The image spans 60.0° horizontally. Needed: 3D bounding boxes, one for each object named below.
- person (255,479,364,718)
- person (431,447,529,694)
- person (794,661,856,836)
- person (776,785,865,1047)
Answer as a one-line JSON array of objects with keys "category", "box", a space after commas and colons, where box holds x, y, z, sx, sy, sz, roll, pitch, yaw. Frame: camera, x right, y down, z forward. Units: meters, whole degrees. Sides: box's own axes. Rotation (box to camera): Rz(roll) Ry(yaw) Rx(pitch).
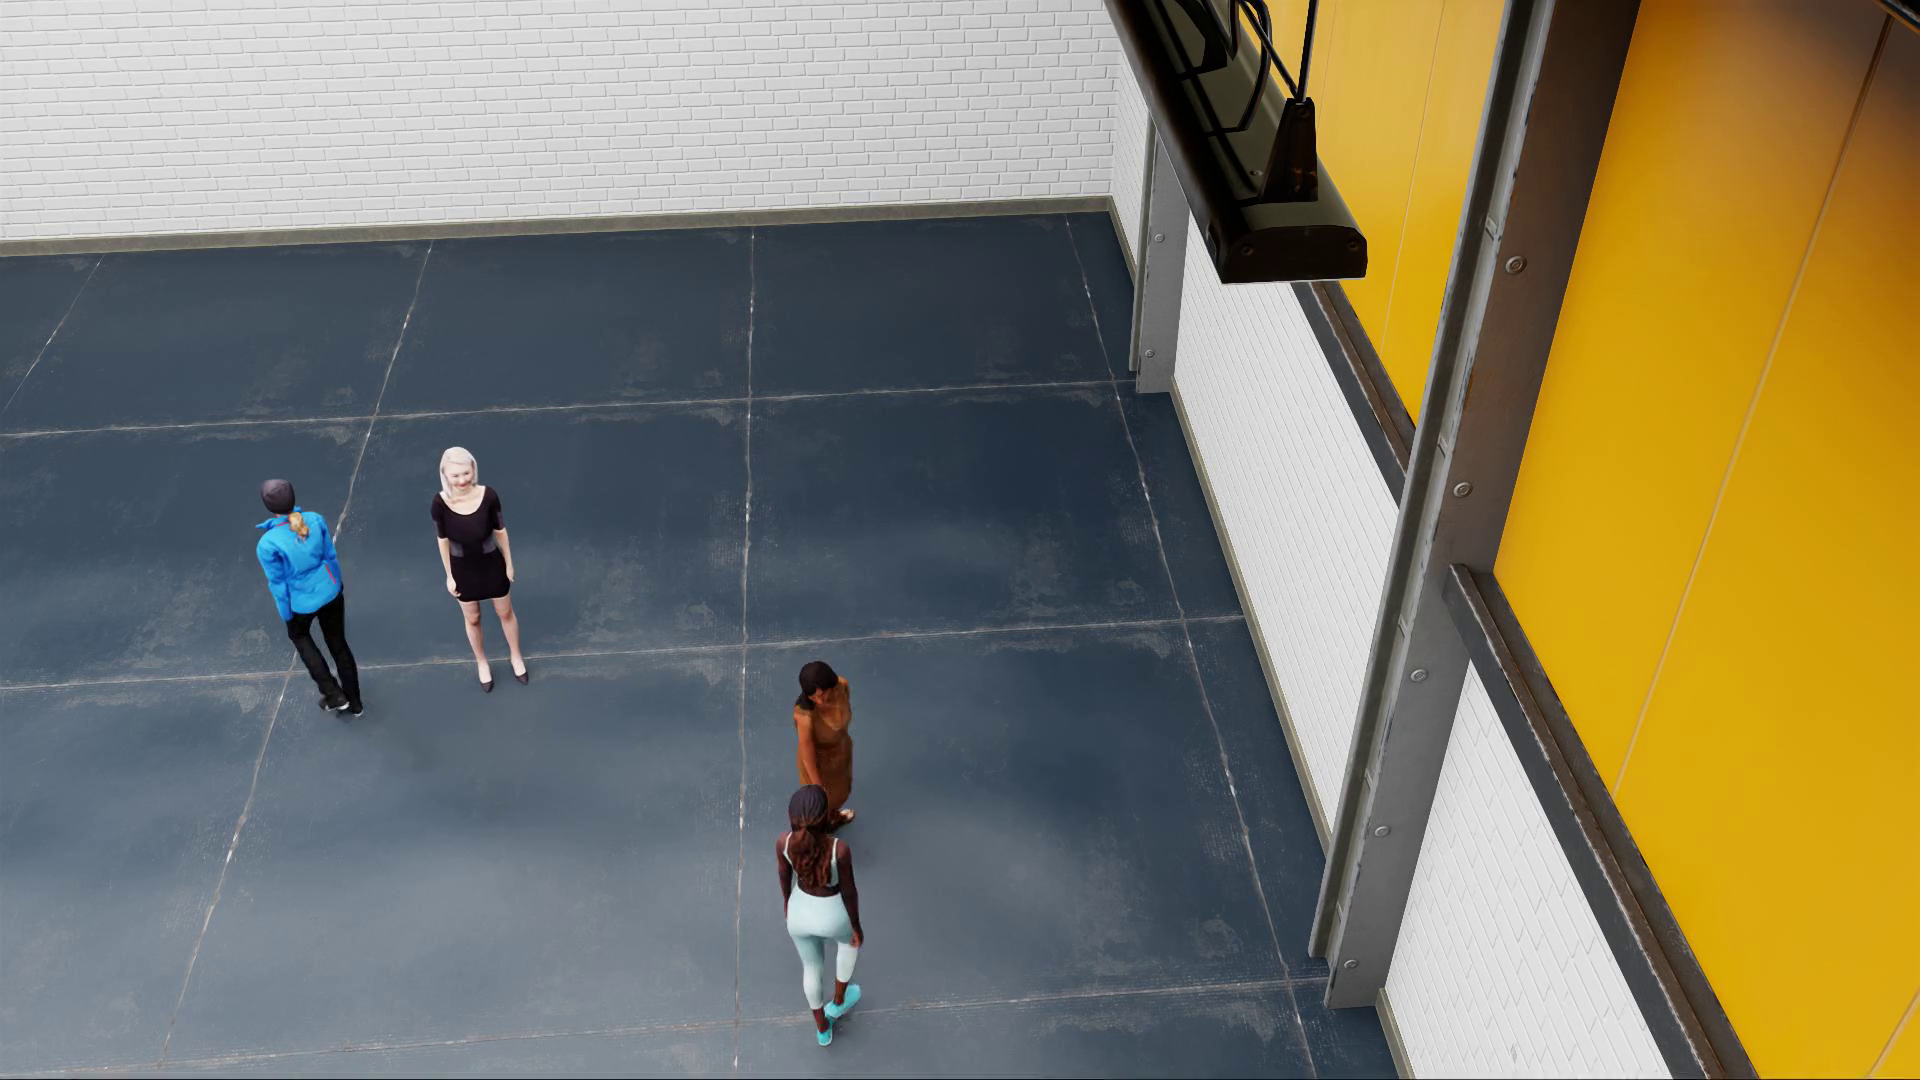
[{"category": "person", "box": [-3.901, 0.412, 10.170, 0.748, 1.783, 0.796, -30, 48, -32]}, {"category": "person", "box": [-3.019, 0.179, 10.423, 0.621, 1.832, 0.574, -14, 41, -17]}, {"category": "person", "box": [-0.743, 1.197, 9.285, 0.847, 1.661, 0.716, 12, 40, 15]}, {"category": "person", "box": [-0.718, 1.949, 8.305, 0.687, 1.709, 0.709, 8, 39, 10]}]
